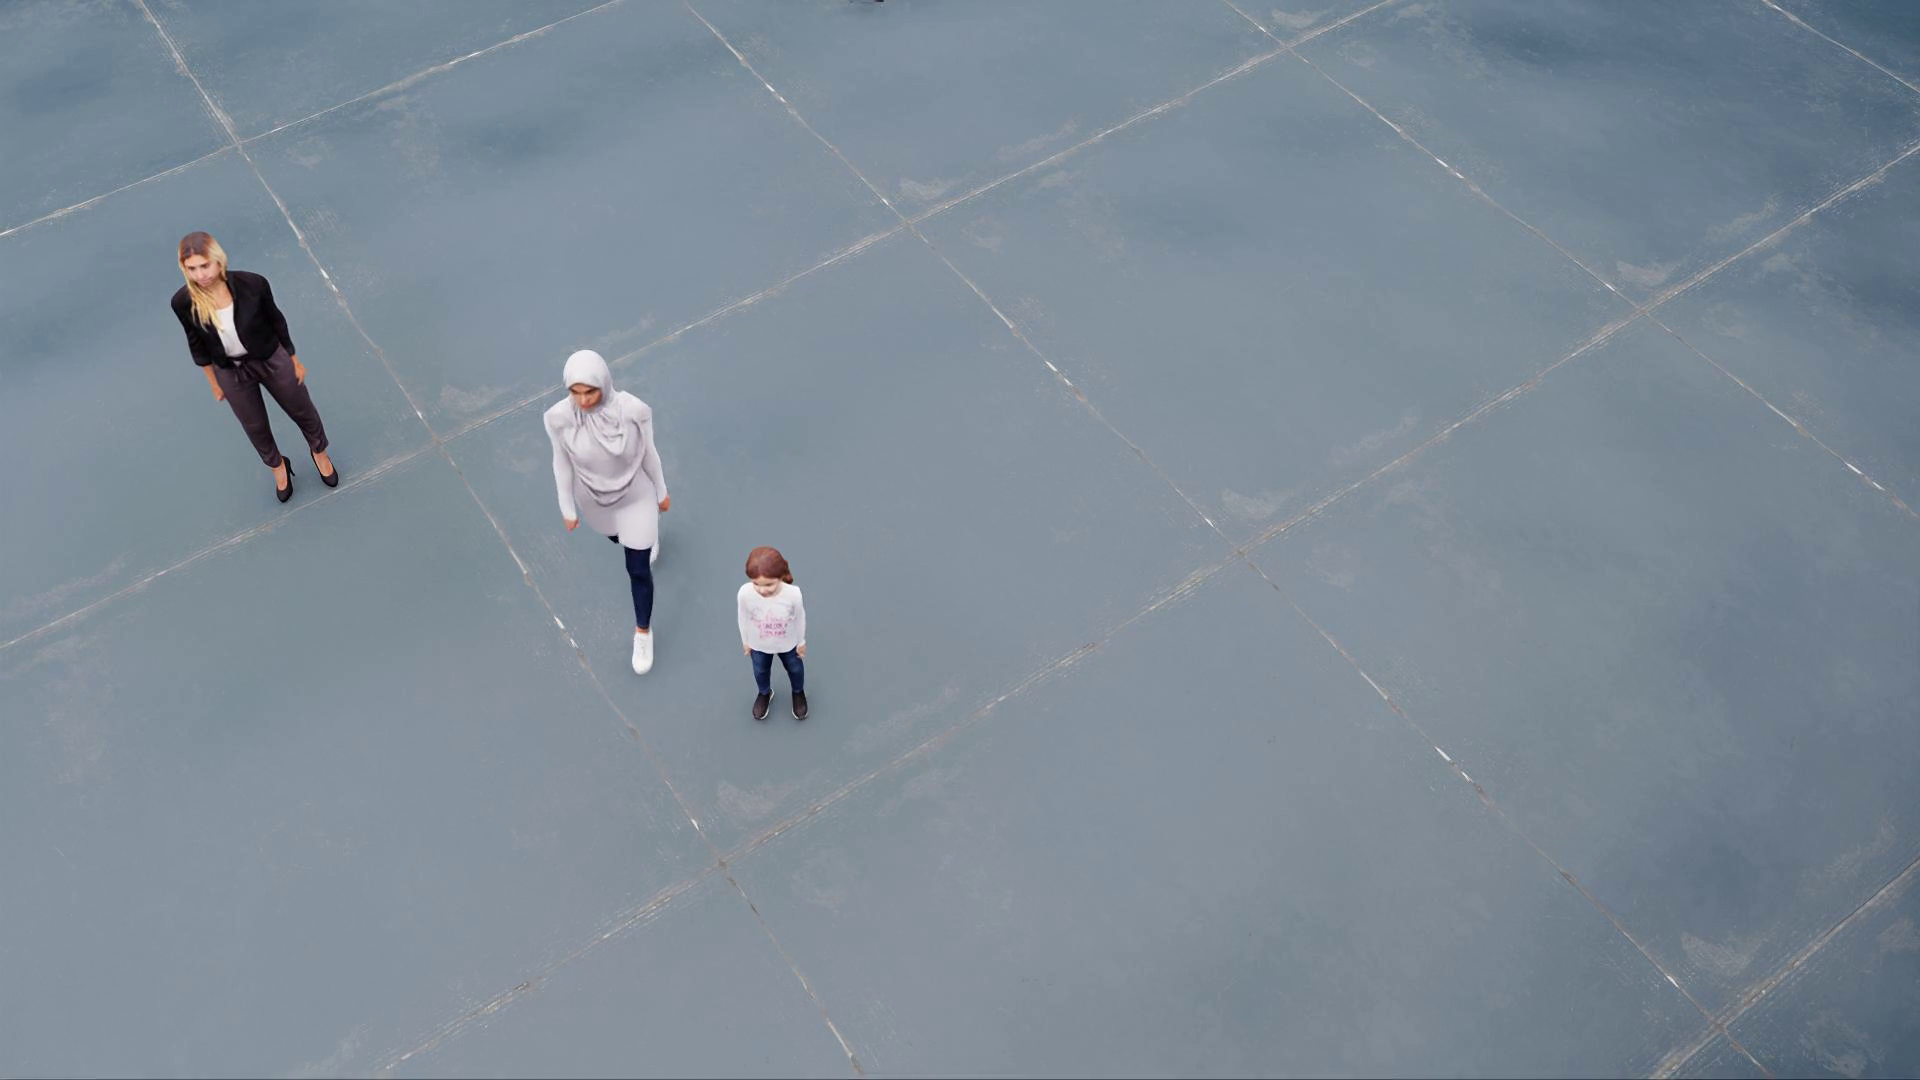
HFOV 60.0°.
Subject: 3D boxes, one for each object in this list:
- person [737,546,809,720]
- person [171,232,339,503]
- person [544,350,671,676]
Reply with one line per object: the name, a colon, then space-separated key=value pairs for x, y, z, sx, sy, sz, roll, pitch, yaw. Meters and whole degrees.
person: x=-0.829 y=0.413 z=7.390 sx=0.531 sy=1.110 sz=0.584 roll=-1 pitch=52 yaw=-1
person: x=-3.382 y=-0.817 z=7.988 sx=0.648 sy=1.671 sz=0.604 roll=-17 pitch=54 yaw=-13
person: x=-1.537 y=-0.247 z=7.500 sx=1.034 sy=1.745 sz=1.197 roll=0 pitch=52 yaw=0
